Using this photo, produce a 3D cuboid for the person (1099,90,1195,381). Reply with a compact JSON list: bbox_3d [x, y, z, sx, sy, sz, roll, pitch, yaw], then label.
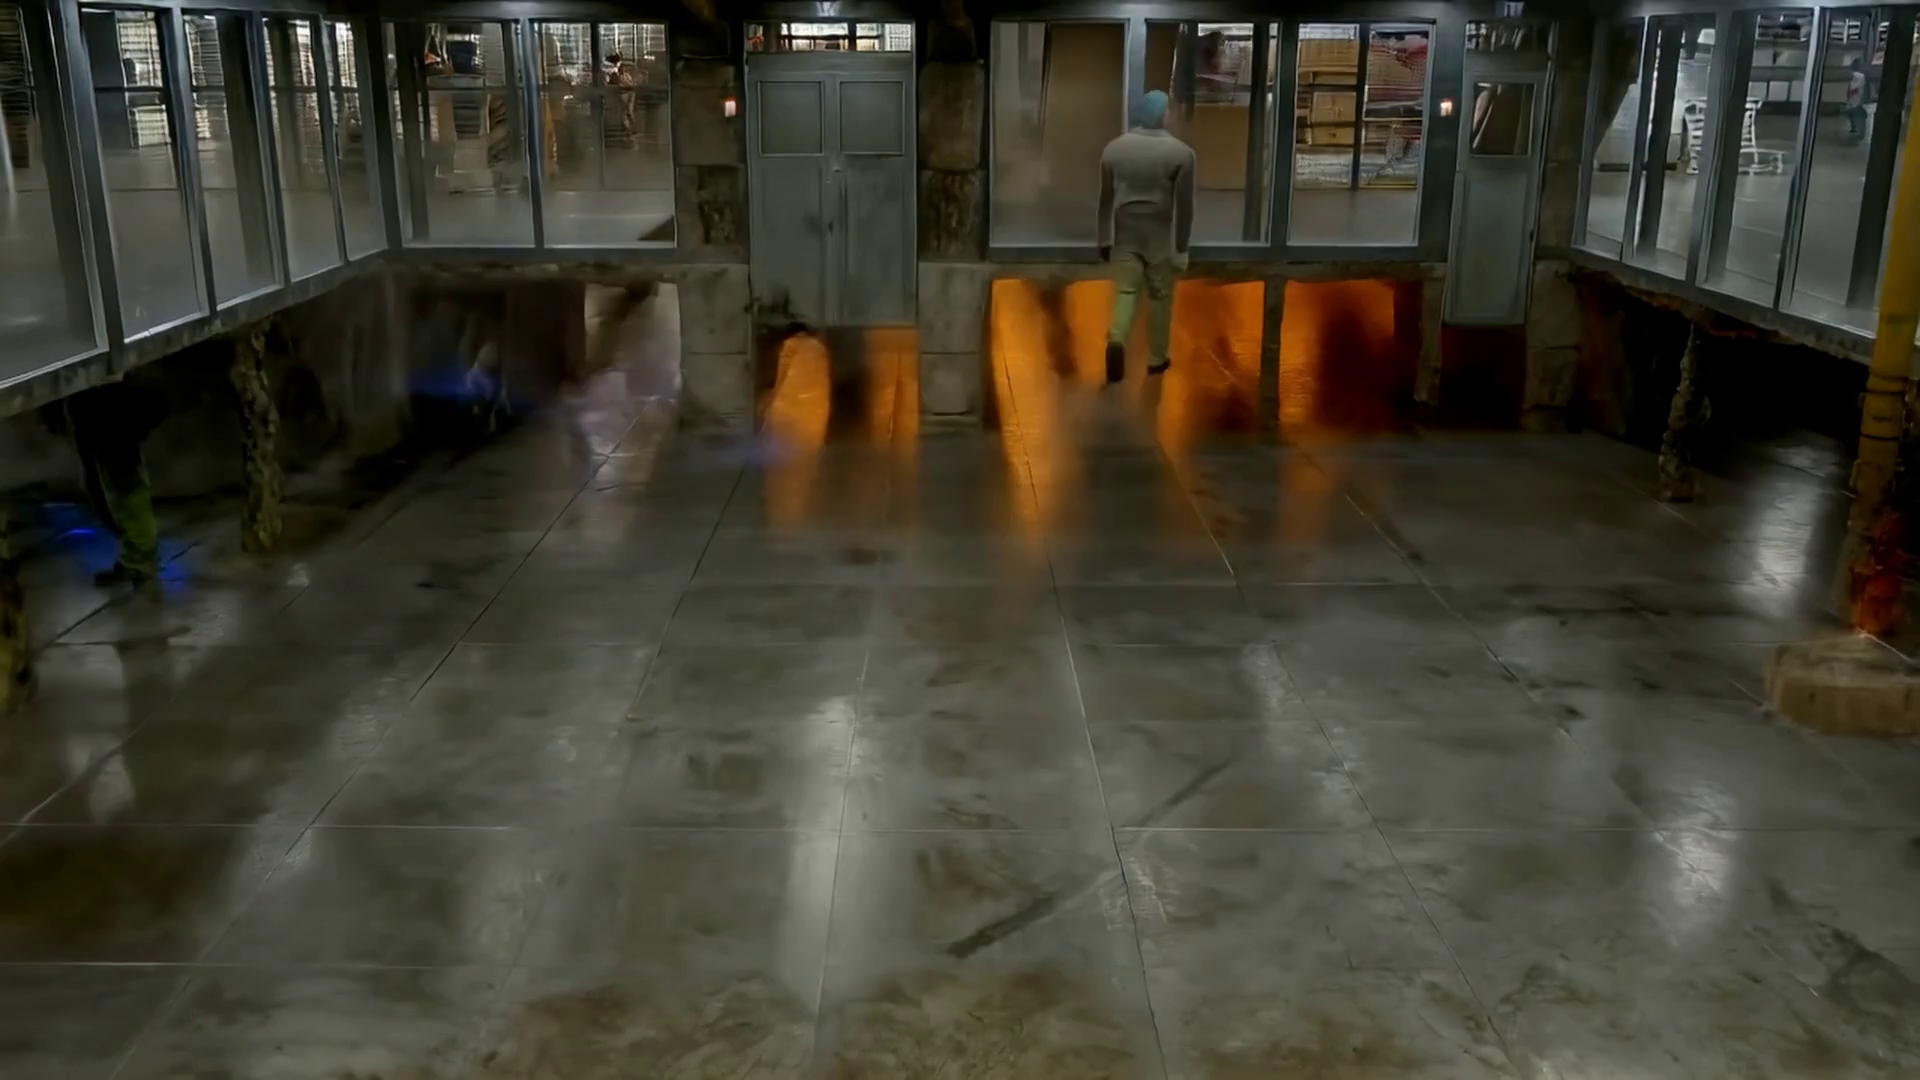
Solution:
[{"bbox_3d":[1.207,-1.989,10.919,0.650,1.877,0.833,6,17,19],"label":"person"}]
